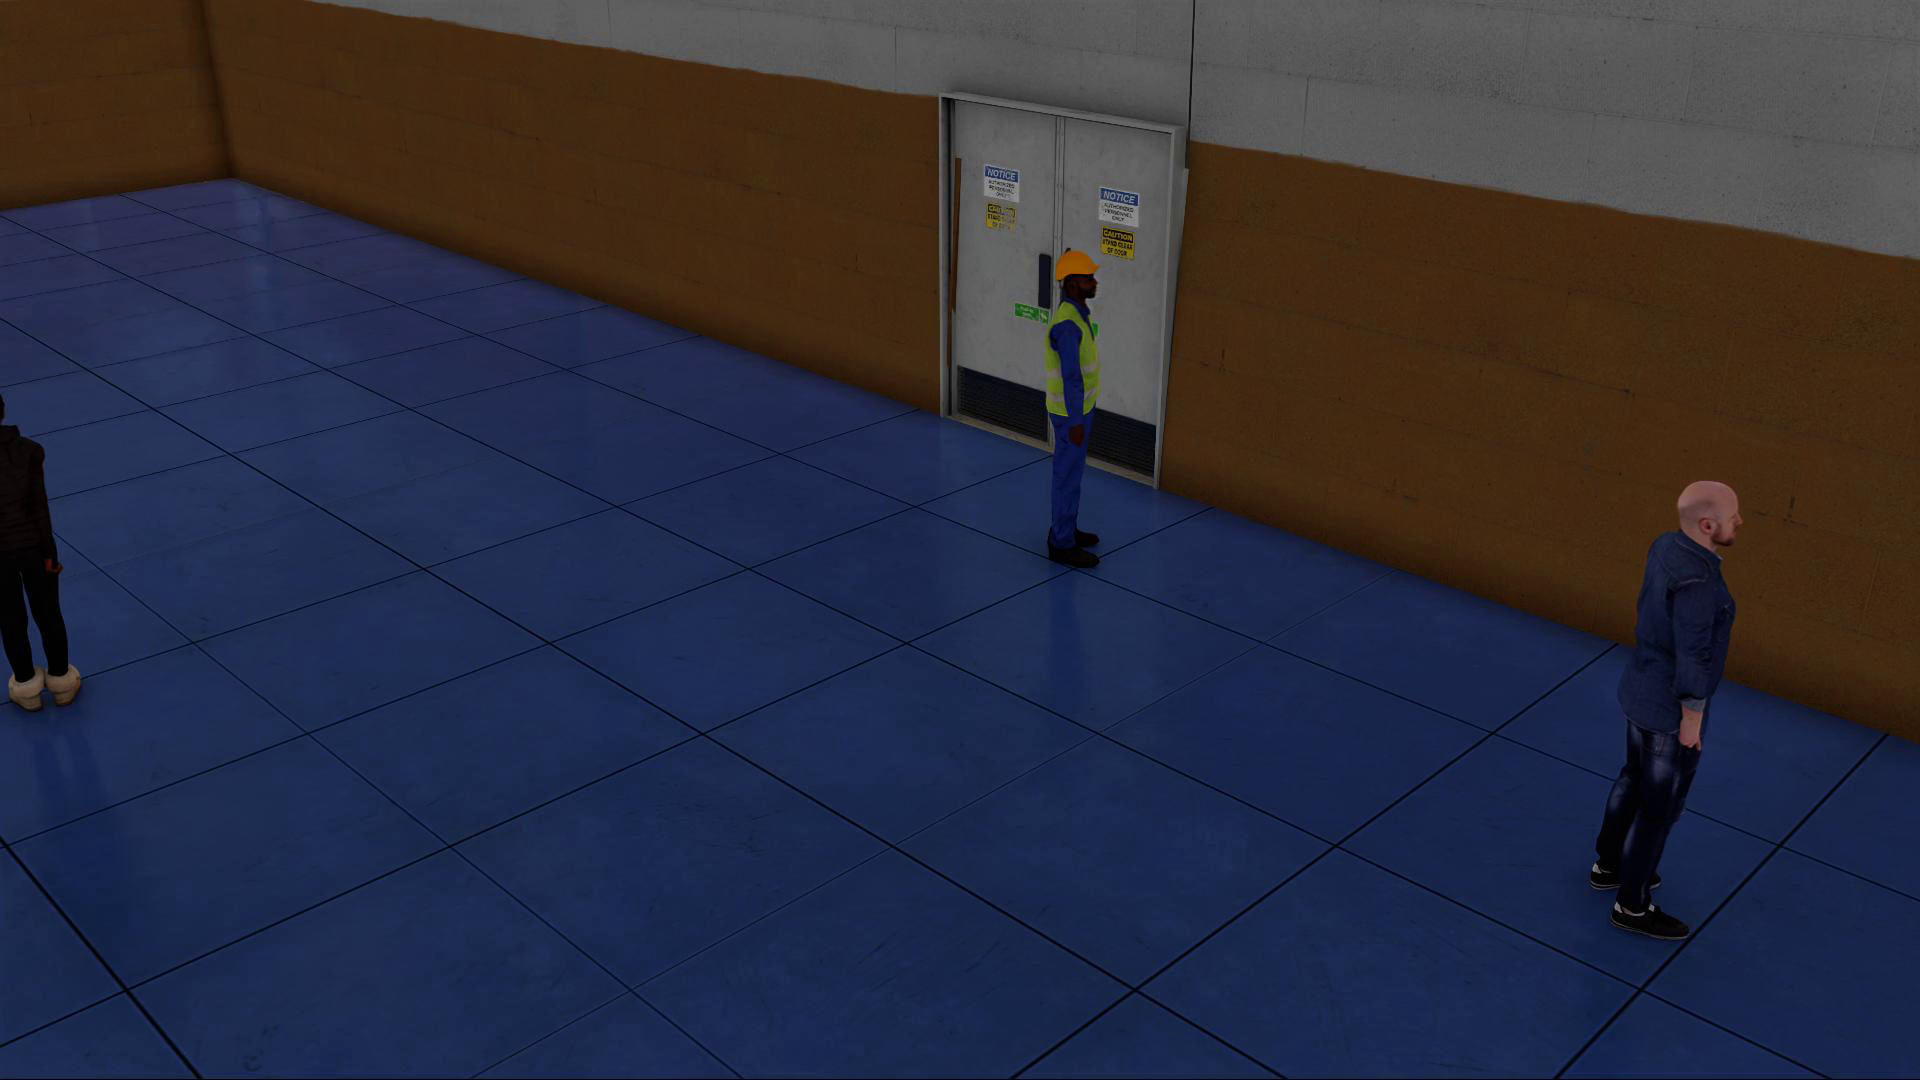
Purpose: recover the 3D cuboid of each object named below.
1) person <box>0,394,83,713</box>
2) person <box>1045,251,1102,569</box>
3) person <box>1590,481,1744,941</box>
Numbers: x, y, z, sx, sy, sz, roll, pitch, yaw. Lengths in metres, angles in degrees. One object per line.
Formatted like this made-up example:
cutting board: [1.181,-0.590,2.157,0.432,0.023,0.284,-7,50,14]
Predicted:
person: [-4.438,0.058,7.823,0.678,1.661,0.620,9,25,19]
person: [0.646,-0.761,9.505,0.816,1.813,0.724,4,24,8]
person: [2.694,0.629,6.314,0.856,1.825,0.768,2,24,4]
